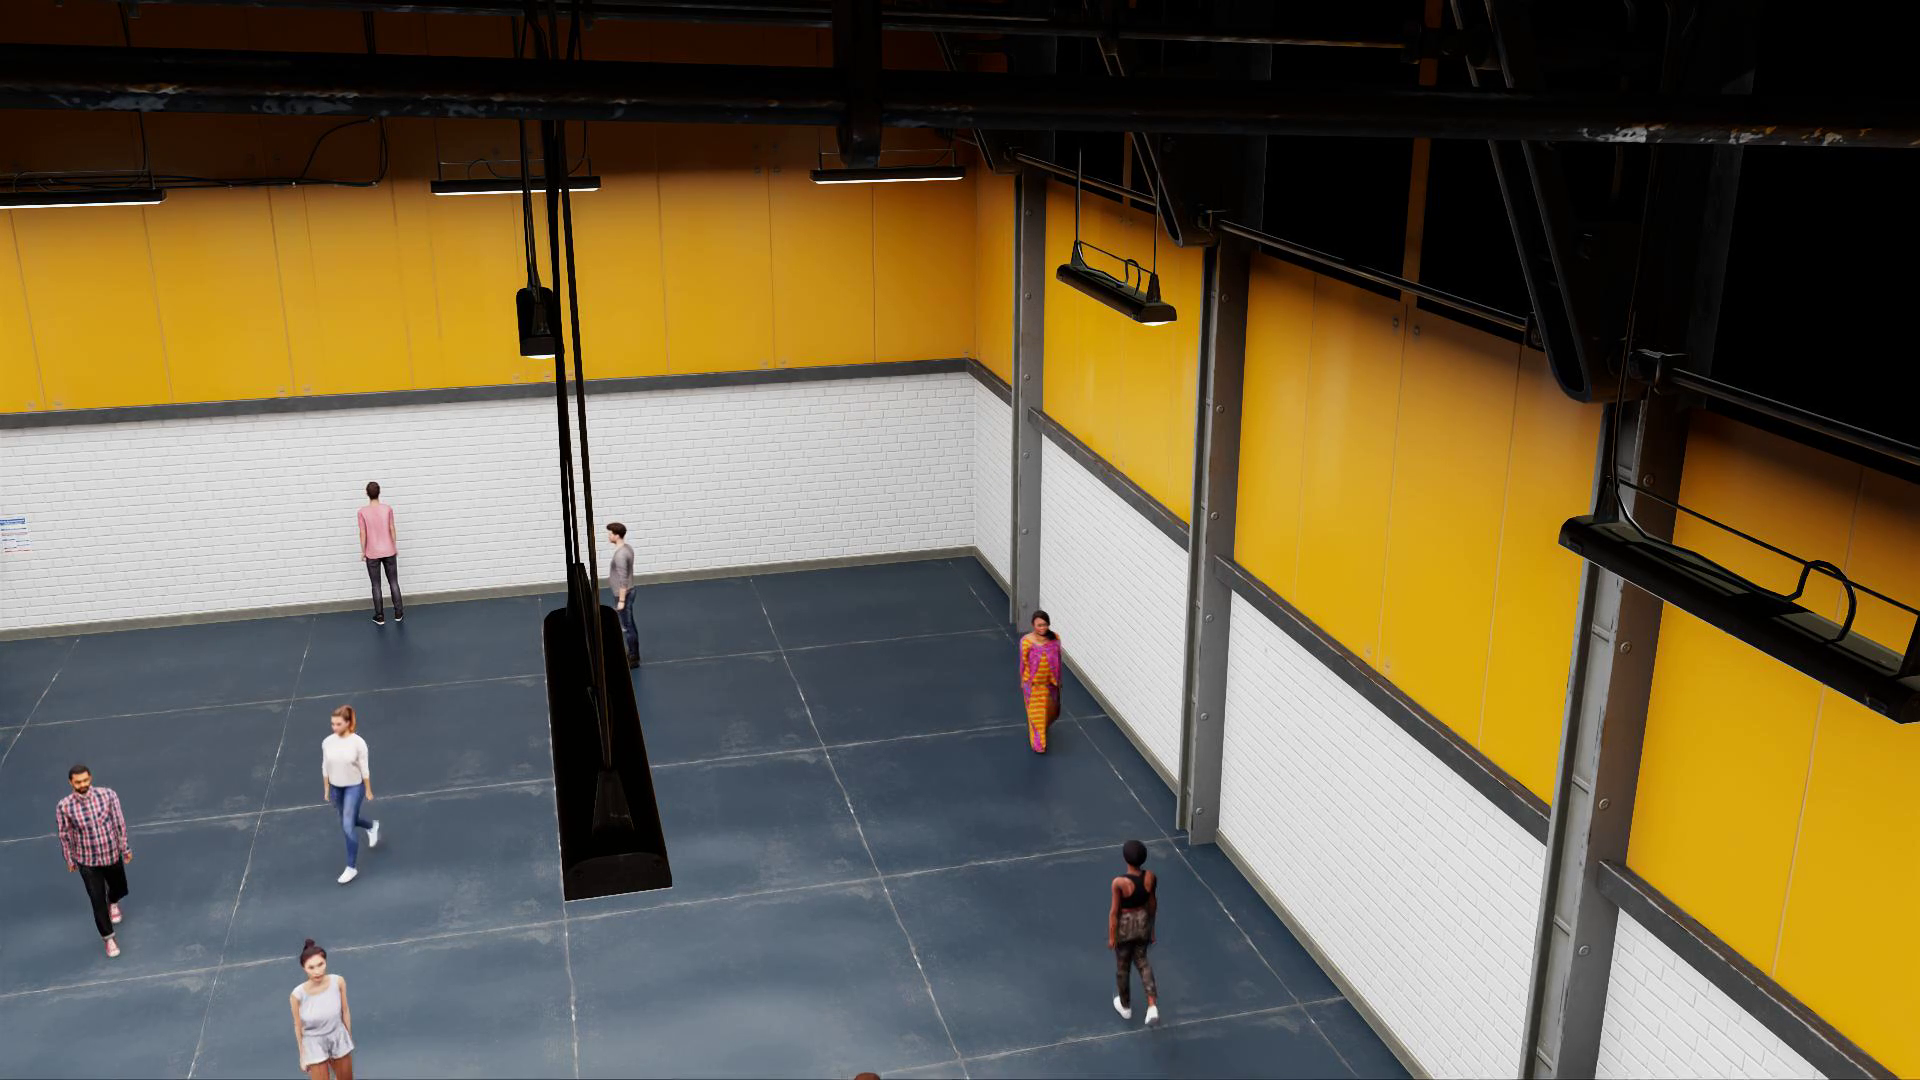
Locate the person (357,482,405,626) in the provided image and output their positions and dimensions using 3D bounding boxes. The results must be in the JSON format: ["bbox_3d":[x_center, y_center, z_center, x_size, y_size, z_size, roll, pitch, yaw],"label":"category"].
[{"bbox_3d":[-7.816,0.165,22.401,0.691,1.959,0.625,-10,21,-28],"label":"person"}]

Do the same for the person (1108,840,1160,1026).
[{"bbox_3d":[1.443,3.266,13.628,0.602,1.683,0.885,-6,20,-18],"label":"person"}]

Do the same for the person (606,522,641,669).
[{"bbox_3d":[-4.223,0.686,20.945,0.790,1.903,0.548,-2,19,-6],"label":"person"}]

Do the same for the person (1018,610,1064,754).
[{"bbox_3d":[0.917,1.546,18.762,0.642,1.665,0.878,-5,19,-15],"label":"person"}]

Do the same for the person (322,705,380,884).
[{"bbox_3d":[-5.914,2.403,16.171,0.955,1.696,1.164,4,19,13],"label":"person"}]

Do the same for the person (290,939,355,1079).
[{"bbox_3d":[-4.761,3.723,12.408,0.691,1.594,0.806,-13,22,-33],"label":"person"}]

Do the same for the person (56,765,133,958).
[{"bbox_3d":[-7.730,2.797,14.925,0.932,1.743,1.140,-13,22,-33],"label":"person"}]
